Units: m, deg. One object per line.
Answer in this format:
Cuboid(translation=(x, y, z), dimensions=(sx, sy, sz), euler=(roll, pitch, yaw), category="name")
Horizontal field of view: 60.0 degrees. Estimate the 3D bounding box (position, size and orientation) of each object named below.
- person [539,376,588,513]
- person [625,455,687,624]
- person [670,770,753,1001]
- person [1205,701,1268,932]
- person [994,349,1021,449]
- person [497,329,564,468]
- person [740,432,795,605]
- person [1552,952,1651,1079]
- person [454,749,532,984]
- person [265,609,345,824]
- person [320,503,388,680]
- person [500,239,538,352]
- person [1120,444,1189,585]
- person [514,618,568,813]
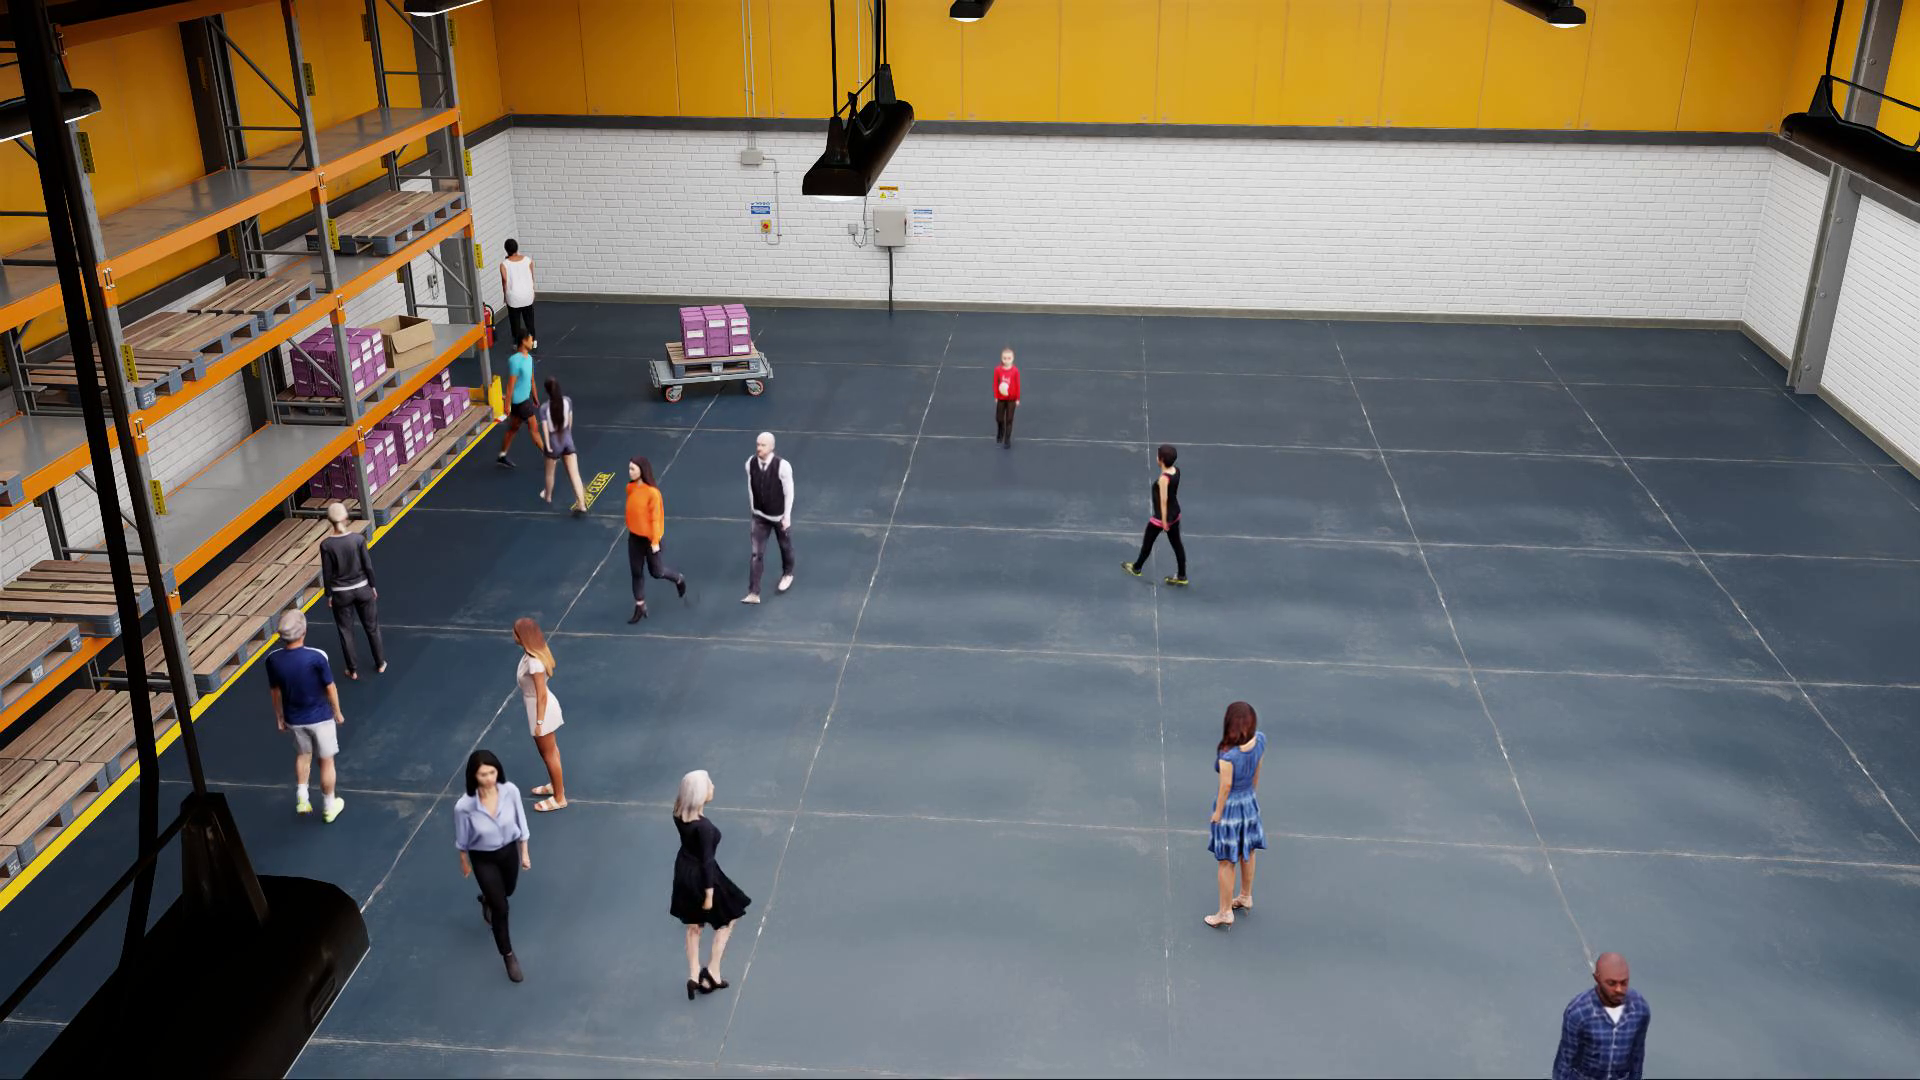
Cuboid(translation=(-4.540, -1.058, 19.092), dimensions=(1.034, 1.604, 1.107), euler=(-18, 29, -35), category="person")
Cuboid(translation=(-3.074, -0.030, 16.581), dimensions=(0.913, 1.732, 1.071), euler=(17, 29, 33), category="person")
Cuboid(translation=(-1.820, 2.340, 11.154), dimensions=(0.829, 1.736, 0.769), euler=(-18, 30, -36), category="person")
Cuboid(translation=(1.967, 1.966, 11.922), dimensions=(0.734, 1.805, 0.814), euler=(-22, 32, -40), category="person")
Cuboid(translation=(0.604, -1.826, 21.263), dimensions=(0.486, 1.273, 0.544), euler=(2, 24, 4), category="person")
Cuboid(translation=(-5.479, -1.687, 20.381), dimensions=(0.776, 1.723, 1.047), euler=(4, 24, 9), category="person")
Cuboid(translation=(-1.879, -0.257, 17.043), dimensions=(0.909, 1.778, 1.252), euler=(8, 25, 17), category="person")
Cuboid(translation=(3.566, 3.047, 9.449), dimensions=(0.774, 1.806, 0.936), euler=(-3, 24, -7), category="person")
Cuboid(translation=(-3.256, 2.180, 11.551), dimensions=(1.073, 1.710, 1.159), euler=(-17, 29, -34), category="person")
Cuboid(translation=(-5.159, 1.440, 13.103), dimensions=(0.654, 1.824, 0.684), euler=(0, 24, 1), category="person")
Cuboid(translation=(-5.665, 0.461, 15.463), dimensions=(0.692, 1.726, 0.697), euler=(-11, 26, -24), category="person")
Cuboid(translation=(-6.657, -3.710, 25.049), dimensions=(0.763, 1.691, 0.799), euler=(-14, 27, -29), category="person")
Cuboid(translation=(2.216, -0.237, 17.318), dimensions=(0.911, 1.520, 0.971), euler=(17, 29, 34), category="person")
Cuboid(translation=(-3.369, 1.382, 13.396), dimensions=(0.689, 1.695, 0.574), euler=(-5, 24, -11), category="person")
